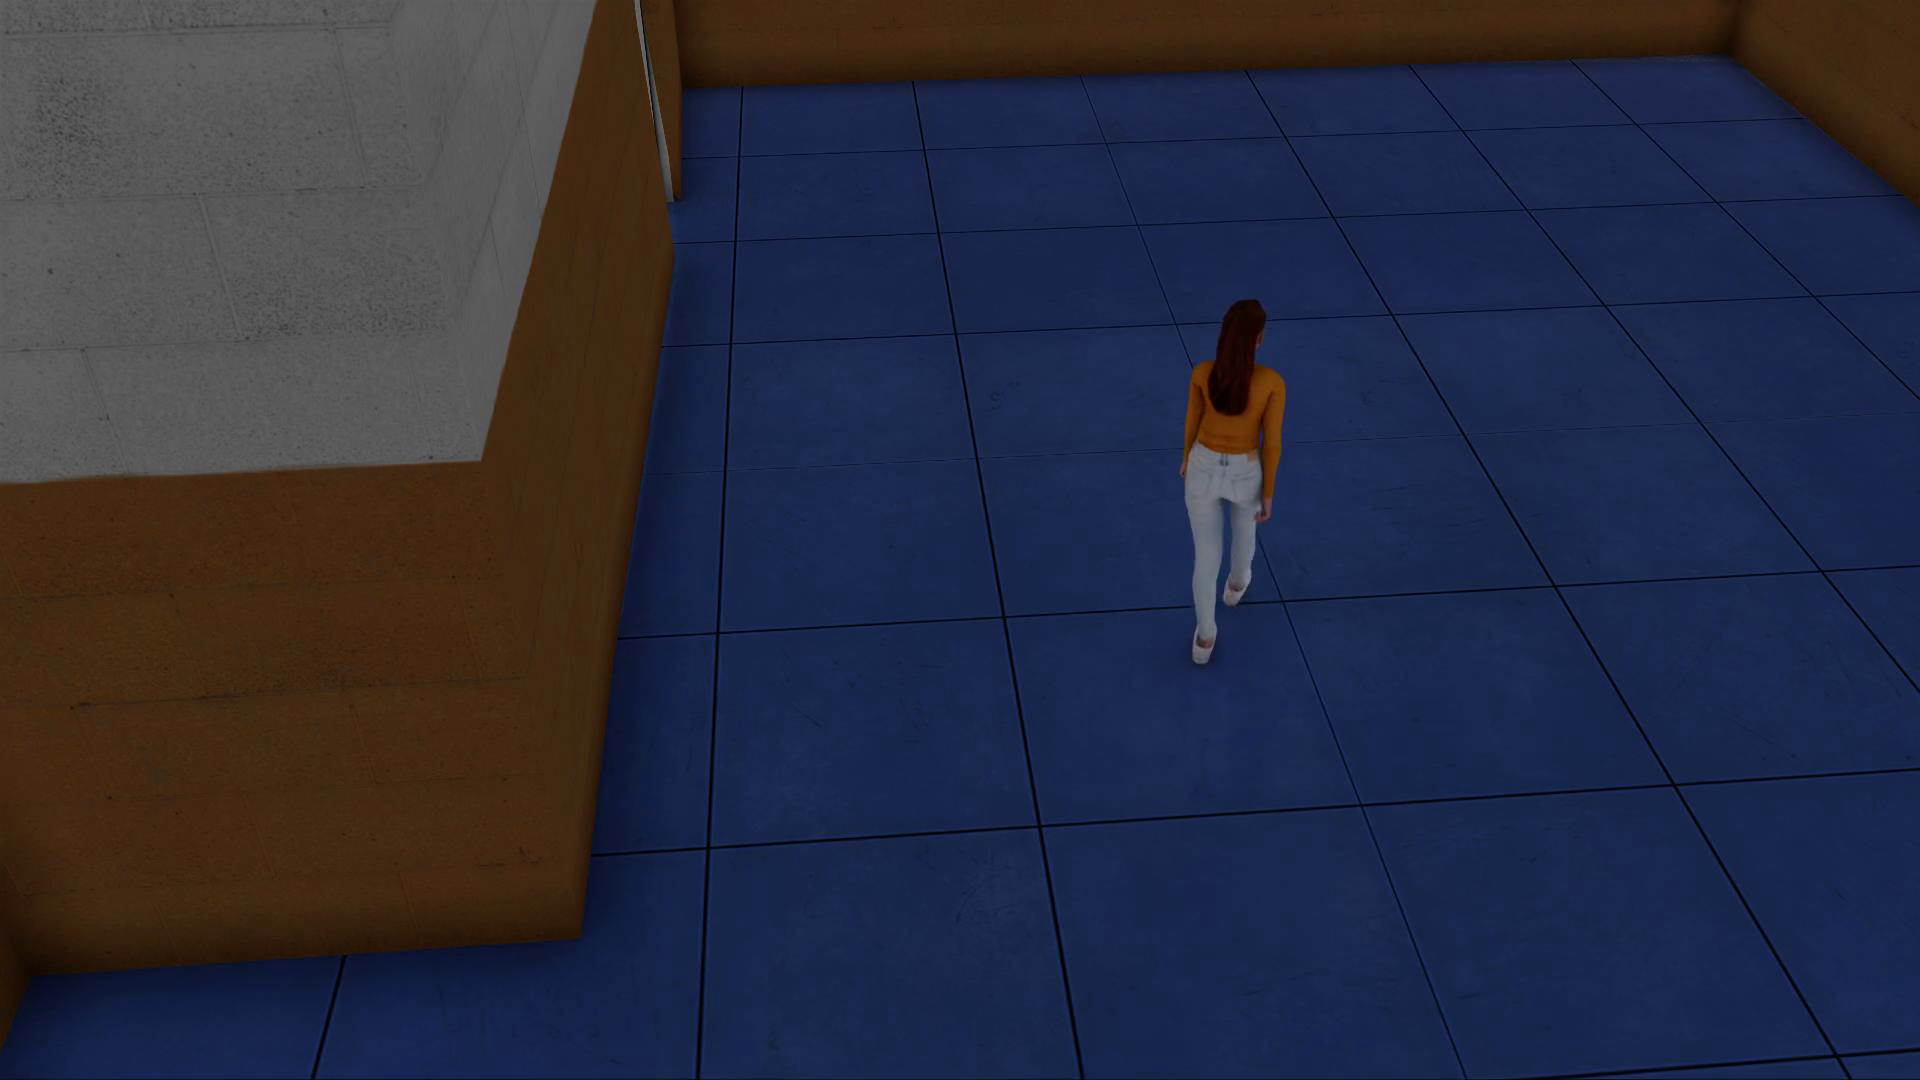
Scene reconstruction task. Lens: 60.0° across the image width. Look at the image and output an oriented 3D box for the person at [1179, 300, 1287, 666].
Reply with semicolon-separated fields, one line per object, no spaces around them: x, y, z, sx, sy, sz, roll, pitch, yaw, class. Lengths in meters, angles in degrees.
1.116;-0.189;7.089;0.924;1.728;0.811;7;37;9;person
